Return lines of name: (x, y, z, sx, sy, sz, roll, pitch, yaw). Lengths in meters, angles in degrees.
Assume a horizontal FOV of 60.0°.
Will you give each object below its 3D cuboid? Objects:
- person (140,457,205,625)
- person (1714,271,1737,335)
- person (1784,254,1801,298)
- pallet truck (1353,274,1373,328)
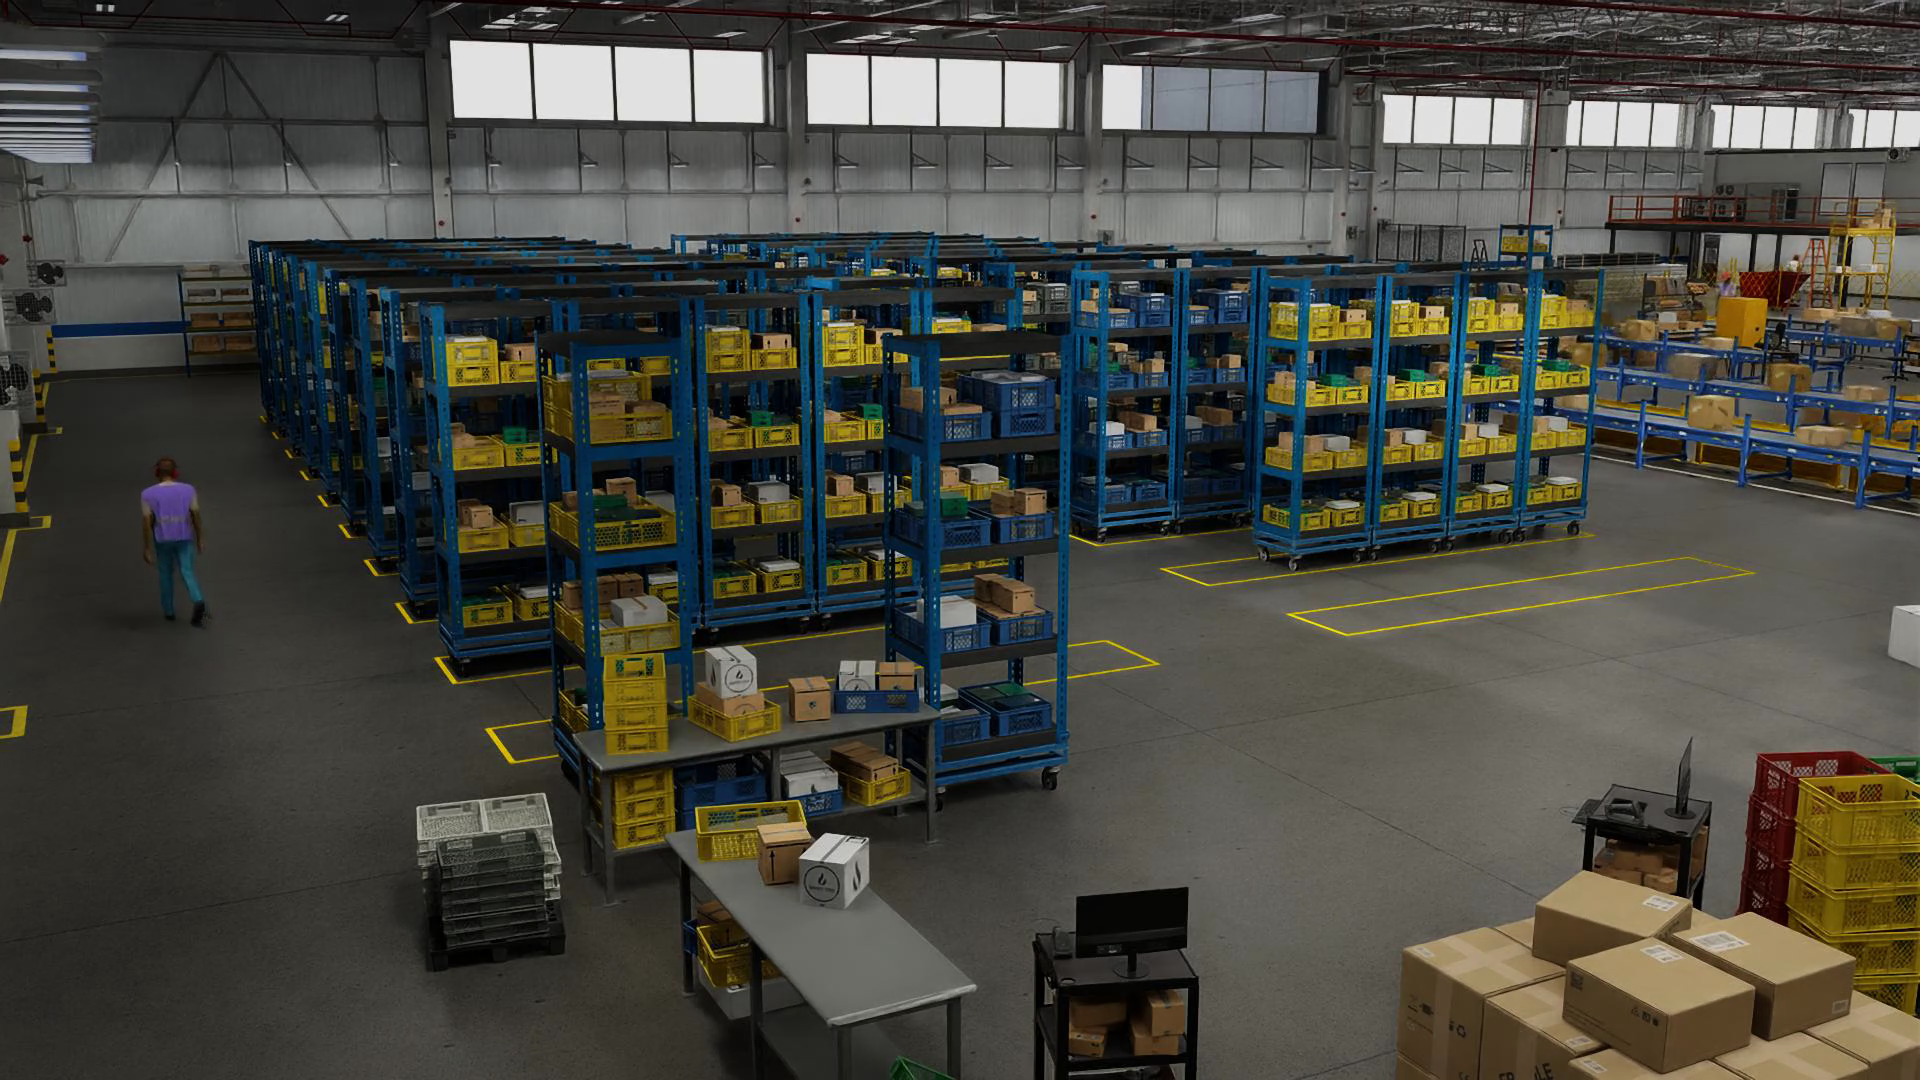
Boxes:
person: (-8.483, 0.023, 17.949, 0.612, 1.808, 0.802, -9, 15, -35)
person: (24.061, -7.431, 52.261, 0.407, 2.032, 0.627, -7, 14, -29)
person: (34.410, -10.888, 68.810, 0.746, 1.885, 0.569, 6, 14, 27)
pallet truck: (13.011, -8.050, 55.243, 0.823, 1.965, 1.885, -7, 14, -28)
